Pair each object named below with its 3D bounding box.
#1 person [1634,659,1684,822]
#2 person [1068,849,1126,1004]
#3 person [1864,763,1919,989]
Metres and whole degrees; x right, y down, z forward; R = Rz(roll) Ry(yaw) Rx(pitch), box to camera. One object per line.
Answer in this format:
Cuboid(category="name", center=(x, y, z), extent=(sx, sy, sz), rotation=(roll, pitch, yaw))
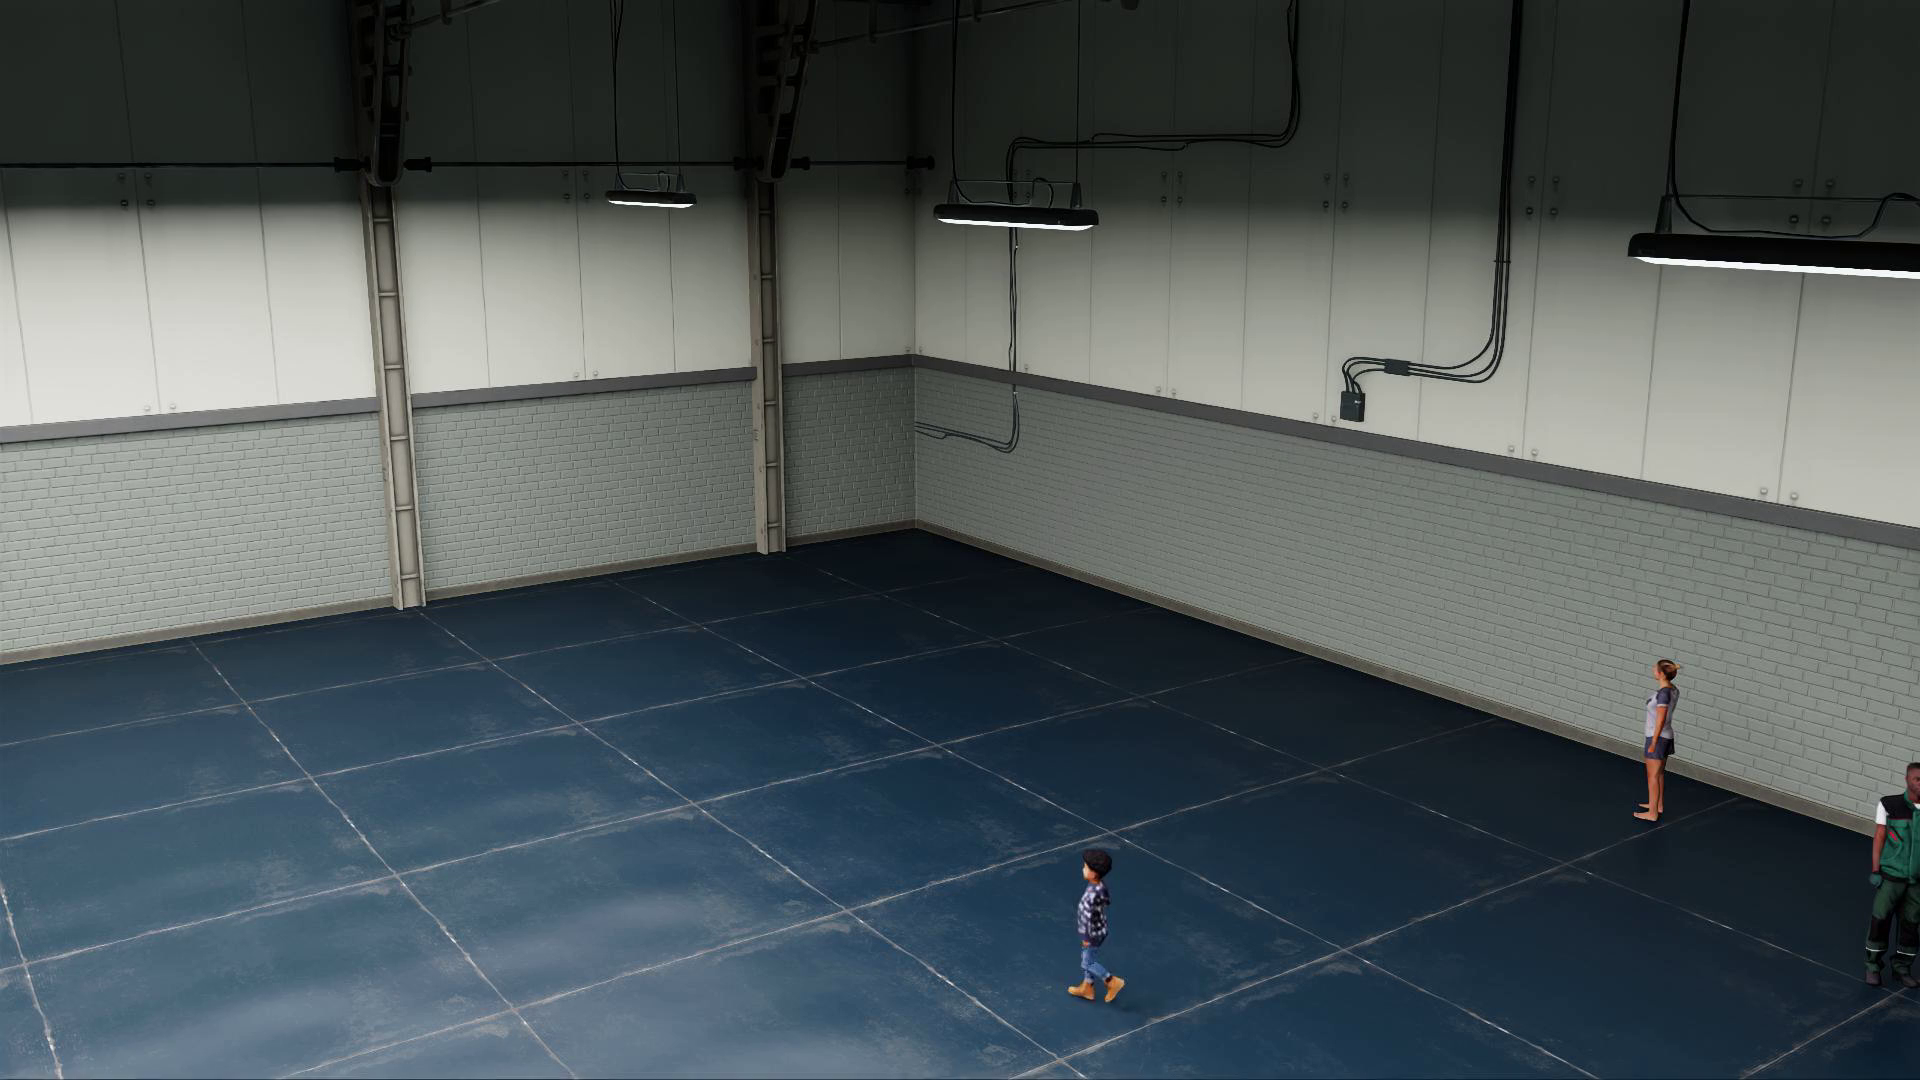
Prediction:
Cuboid(category="person", center=(6.905, 1.959, 16.414), extent=(0.703, 1.625, 0.576), rotation=(9, 16, 35))
Cuboid(category="person", center=(1.064, 2.992, 12.807), extent=(0.759, 1.241, 0.720), rotation=(4, 14, 17))
Cuboid(category="person", center=(7.427, 2.619, 13.088), extent=(0.772, 1.840, 0.841), rotation=(2, 13, 7))
